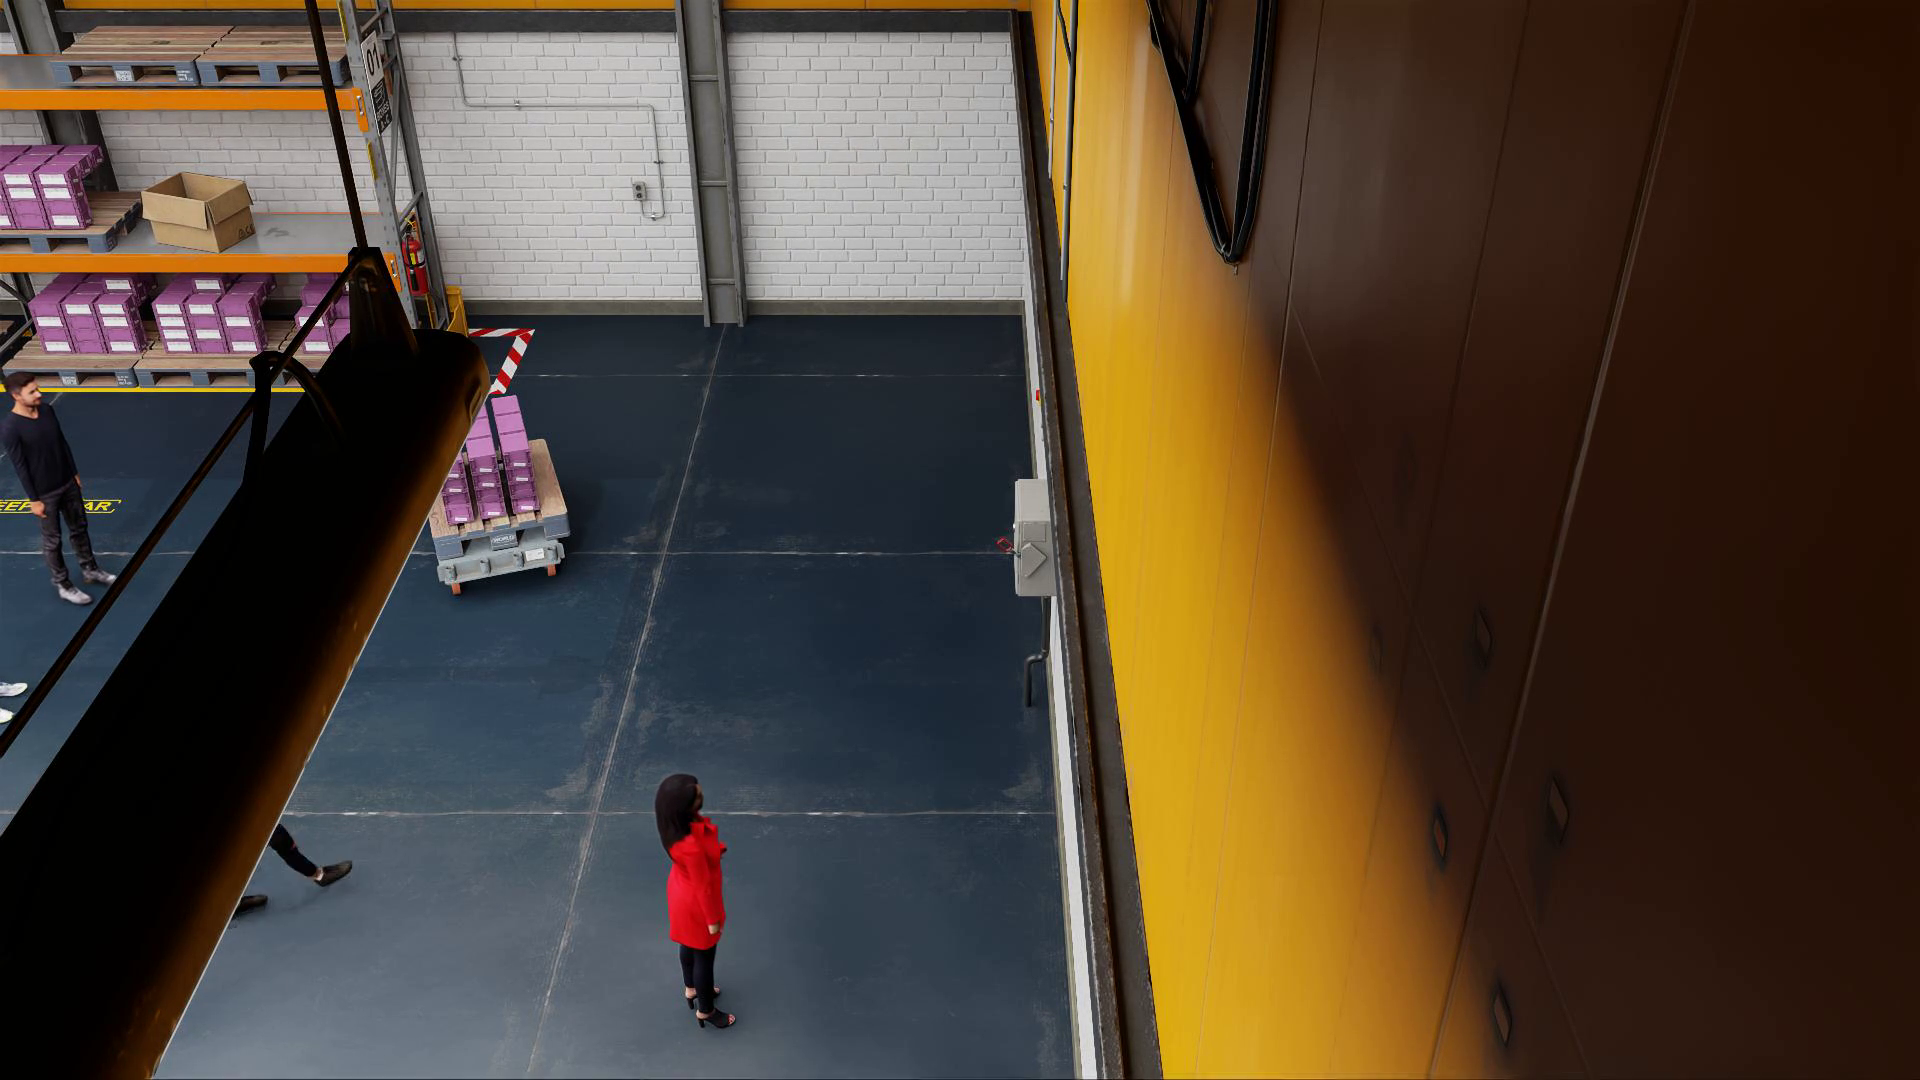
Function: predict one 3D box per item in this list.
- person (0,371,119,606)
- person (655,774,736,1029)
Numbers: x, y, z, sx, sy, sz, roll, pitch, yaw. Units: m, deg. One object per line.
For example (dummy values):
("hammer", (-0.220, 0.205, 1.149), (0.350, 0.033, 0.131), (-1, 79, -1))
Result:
("person", (-6.735, -0.401, 12.301), (0.665, 1.866, 0.698), (11, 35, 15))
("person", (-1.417, 1.926, 8.907), (0.745, 1.748, 0.722), (-15, 37, -22))
